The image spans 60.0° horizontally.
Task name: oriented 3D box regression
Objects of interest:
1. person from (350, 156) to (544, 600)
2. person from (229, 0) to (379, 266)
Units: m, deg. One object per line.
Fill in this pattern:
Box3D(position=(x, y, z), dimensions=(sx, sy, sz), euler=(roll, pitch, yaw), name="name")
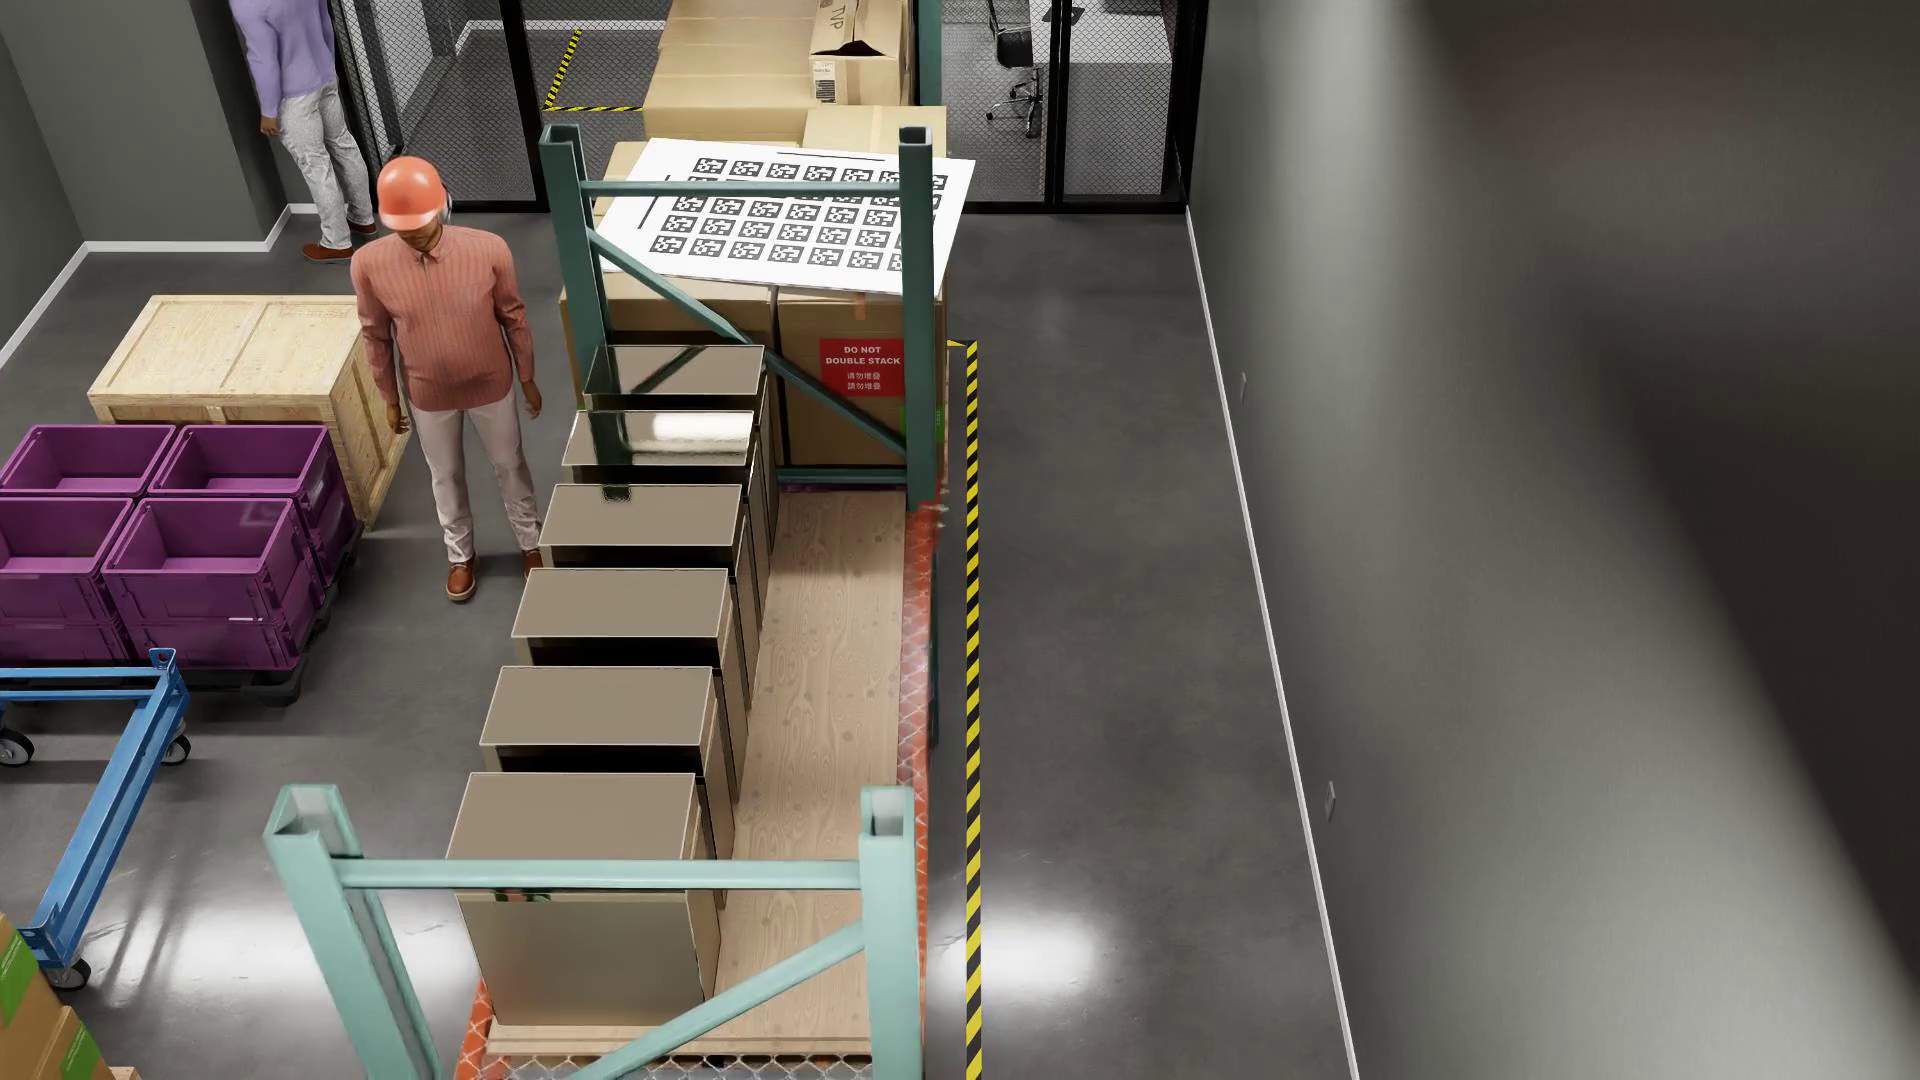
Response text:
Box3D(position=(-1.971, -0.607, 6.539), dimensions=(0.626, 1.991, 0.389), euler=(-9, 42, -11), name="person")
Box3D(position=(-3.401, -2.333, 8.555), dimensions=(0.373, 1.938, 0.627), euler=(11, 42, 12), name="person")
